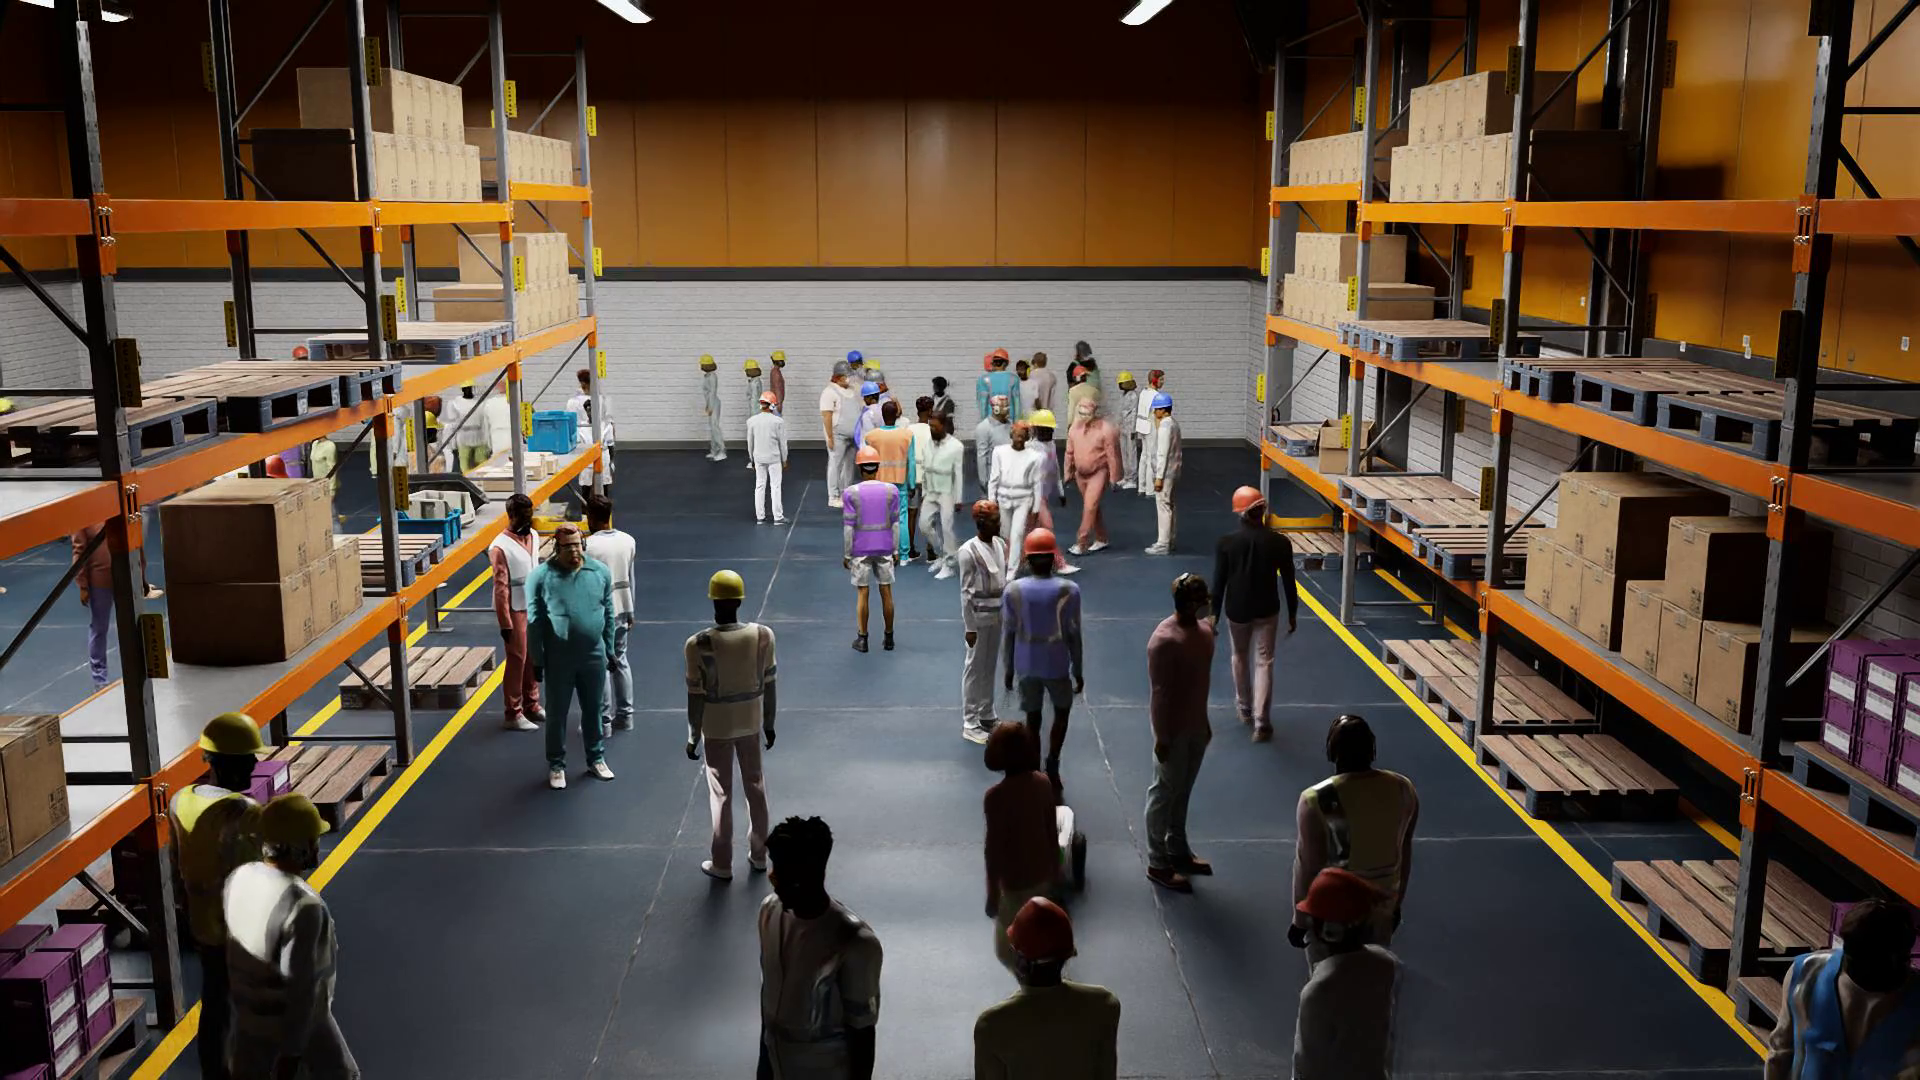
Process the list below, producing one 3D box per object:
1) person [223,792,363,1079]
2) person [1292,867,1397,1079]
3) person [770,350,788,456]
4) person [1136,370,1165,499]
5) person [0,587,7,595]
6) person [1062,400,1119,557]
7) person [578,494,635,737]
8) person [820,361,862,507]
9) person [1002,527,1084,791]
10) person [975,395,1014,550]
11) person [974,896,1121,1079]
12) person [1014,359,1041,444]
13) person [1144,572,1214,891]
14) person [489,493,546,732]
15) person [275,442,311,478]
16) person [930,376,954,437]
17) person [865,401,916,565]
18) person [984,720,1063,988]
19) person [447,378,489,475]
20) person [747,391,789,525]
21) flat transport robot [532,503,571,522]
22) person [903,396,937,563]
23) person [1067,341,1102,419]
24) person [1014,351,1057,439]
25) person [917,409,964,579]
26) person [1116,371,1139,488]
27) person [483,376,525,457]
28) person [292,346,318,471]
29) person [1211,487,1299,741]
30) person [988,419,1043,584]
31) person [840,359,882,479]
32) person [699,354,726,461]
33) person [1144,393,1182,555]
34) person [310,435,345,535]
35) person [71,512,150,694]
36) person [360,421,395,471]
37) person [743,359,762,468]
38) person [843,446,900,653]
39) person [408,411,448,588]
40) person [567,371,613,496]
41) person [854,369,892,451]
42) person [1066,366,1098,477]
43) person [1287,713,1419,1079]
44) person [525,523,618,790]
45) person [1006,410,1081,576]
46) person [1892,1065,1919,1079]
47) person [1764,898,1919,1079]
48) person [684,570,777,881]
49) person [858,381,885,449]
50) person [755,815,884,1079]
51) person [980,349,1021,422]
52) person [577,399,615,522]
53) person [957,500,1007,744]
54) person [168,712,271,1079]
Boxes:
[{"bbox_3d":[-2.750,1.895,6.809,0.587,1.781,0.961,7,13,32],"label":"person"},{"bbox_3d":[1.424,2.051,6.114,0.586,1.734,0.570,10,15,41],"label":"person"},{"bbox_3d":[-3.027,-2.284,27.780,0.327,1.767,0.533,-2,12,-11],"label":"person"},{"bbox_3d":[2.705,-1.501,23.656,0.374,1.840,0.568,-3,12,-17],"label":"person"},{"bbox_3d":[-10.470,-0.223,17.610,0.535,1.699,0.321,-2,11,-8],"label":"person"},{"bbox_3d":[1.499,-0.735,19.770,0.685,1.849,0.926,10,15,40],"label":"person"},{"bbox_3d":[-2.761,0.590,13.015,0.401,1.909,0.599,6,13,29],"label":"person"},{"bbox_3d":[-1.591,-1.486,23.085,0.543,2.000,0.719,7,13,32],"label":"person"},{"bbox_3d":[0.580,0.866,11.607,0.586,1.913,0.427,2,12,12],"label":"person"},{"bbox_3d":[0.474,-0.781,19.885,0.409,1.908,0.651,10,15,42],"label":"person"},{"bbox_3d":[0.289,2.091,5.860,0.563,1.755,0.320,-5,12,-24],"label":"person"},{"bbox_3d":[0.978,-1.822,25.251,0.535,1.852,0.454,5,12,22],"label":"person"},{"bbox_3d":[1.356,1.141,10.166,0.376,1.940,0.629,8,14,35],"label":"person"},{"bbox_3d":[-3.493,0.565,13.147,0.391,1.908,0.594,3,12,14],"label":"person"},{"bbox_3d":[-7.850,-0.695,19.403,0.384,1.928,0.588,9,14,38],"label":"person"},{"bbox_3d":[-0.297,-1.603,24.582,0.387,1.670,0.592,-8,14,-35],"label":"person"},{"bbox_3d":[-0.798,-0.644,19.185,0.589,1.914,0.392,0,11,-2],"label":"person"},{"bbox_3d":[0.356,1.702,8.205,0.572,1.600,0.526,9,14,38],"label":"person"},{"bbox_3d":[-6.605,-1.338,22.695,0.711,1.911,0.415,-6,13,-27],"label":"person"},{"bbox_3d":[-2.496,-1.073,21.751,0.563,1.745,0.336,4,12,20],"label":"person"},{"bbox_3d":[-5.435,-0.288,21.528,0.652,0.197,1.431,-2,11,-8],"label":"flat transport robot"},{"bbox_3d":[-0.429,-0.706,19.396,0.599,1.958,0.377,4,12,19],"label":"person"},{"bbox_3d":[2.105,-2.341,27.370,0.765,2.000,0.838,-10,15,-40],"label":"person"},{"bbox_3d":[1.165,-1.958,25.782,0.667,1.946,0.467,-9,14,-38],"label":"person"},{"bbox_3d":[-0.214,-0.509,18.517,0.627,1.902,0.461,9,14,38],"label":"person"},{"bbox_3d":[2.461,-1.635,24.619,0.322,1.728,0.488,-5,12,-22],"label":"person"},{"bbox_3d":[-6.039,-1.265,22.373,0.664,1.876,0.735,1,11,7],"label":"person"},{"bbox_3d":[-10.206,-2.021,25.921,0.399,1.990,0.618,8,14,36],"label":"person"},{"bbox_3d":[2.337,0.540,13.160,0.670,1.935,0.959,2,12,12],"label":"person"},{"bbox_3d":[0.624,-0.410,18.167,0.593,1.854,0.818,4,12,19],"label":"person"},{"bbox_3d":[-1.479,-1.791,25.041,0.879,1.866,0.619,8,14,34],"label":"person"},{"bbox_3d":[-4.090,-2.184,27.350,0.373,1.741,0.575,-2,12,-12],"label":"person"},{"bbox_3d":[2.444,-0.793,19.896,0.418,1.933,0.614,3,12,16],"label":"person"},{"bbox_3d":[-7.391,-0.595,19.336,0.344,1.759,0.534,-10,15,-42],"label":"person"},{"bbox_3d":[-7.164,0.332,14.080,0.395,1.994,0.612,7,13,33],"label":"person"},{"bbox_3d":[-9.115,-2.028,26.085,0.595,1.925,0.372,-8,14,-34],"label":"person"},{"bbox_3d":[-3.292,-2.016,26.516,0.320,1.738,0.486,0,11,-2],"label":"person"},{"bbox_3d":[-0.829,0.085,15.481,0.542,1.932,0.373,-3,12,-15],"label":"person"},{"bbox_3d":[-5.808,-0.446,18.151,0.383,1.928,0.588,-2,11,-11],"label":"person"},{"bbox_3d":[-5.080,-1.348,22.720,0.637,1.902,0.993,-5,12,-24],"label":"person"},{"bbox_3d":[-1.125,-1.226,21.781,0.536,2.000,0.688,-3,12,-16],"label":"person"},{"bbox_3d":[1.843,-1.802,25.470,0.583,1.717,0.425,-7,14,-33],"label":"person"},{"bbox_3d":[1.773,1.695,7.642,0.623,1.841,0.430,-5,12,-22],"label":"person"},{"bbox_3d":[-2.750,0.815,11.881,0.652,1.906,0.408,-7,13,-32],"label":"person"},{"bbox_3d":[0.920,-0.544,18.804,1.018,1.881,0.609,7,13,30],"label":"person"},{"bbox_3d":[2.399,2.281,4.532,0.859,1.915,0.638,9,15,39],"label":"person"},{"bbox_3d":[3.050,2.087,5.676,0.429,1.839,0.633,-10,15,-42],"label":"person"},{"bbox_3d":[-1.415,1.132,10.241,0.593,1.924,0.381,-7,13,-30],"label":"person"},{"bbox_3d":[-1.094,-1.057,21.180,0.394,1.942,0.601,5,12,21],"label":"person"},{"bbox_3d":[-0.542,1.939,6.119,0.606,1.957,0.373,11,15,43],"label":"person"},{"bbox_3d":[0.602,-1.837,24.860,0.605,2.035,0.392,0,11,1],"label":"person"},{"bbox_3d":[-4.698,-0.970,21.362,0.541,1.695,0.316,-3,12,-15],"label":"person"},{"bbox_3d":[0.199,0.622,12.909,0.355,1.884,0.575,6,13,30],"label":"person"},{"bbox_3d":[-3.213,1.704,7.399,0.591,1.916,0.389,6,13,26],"label":"person"}]
